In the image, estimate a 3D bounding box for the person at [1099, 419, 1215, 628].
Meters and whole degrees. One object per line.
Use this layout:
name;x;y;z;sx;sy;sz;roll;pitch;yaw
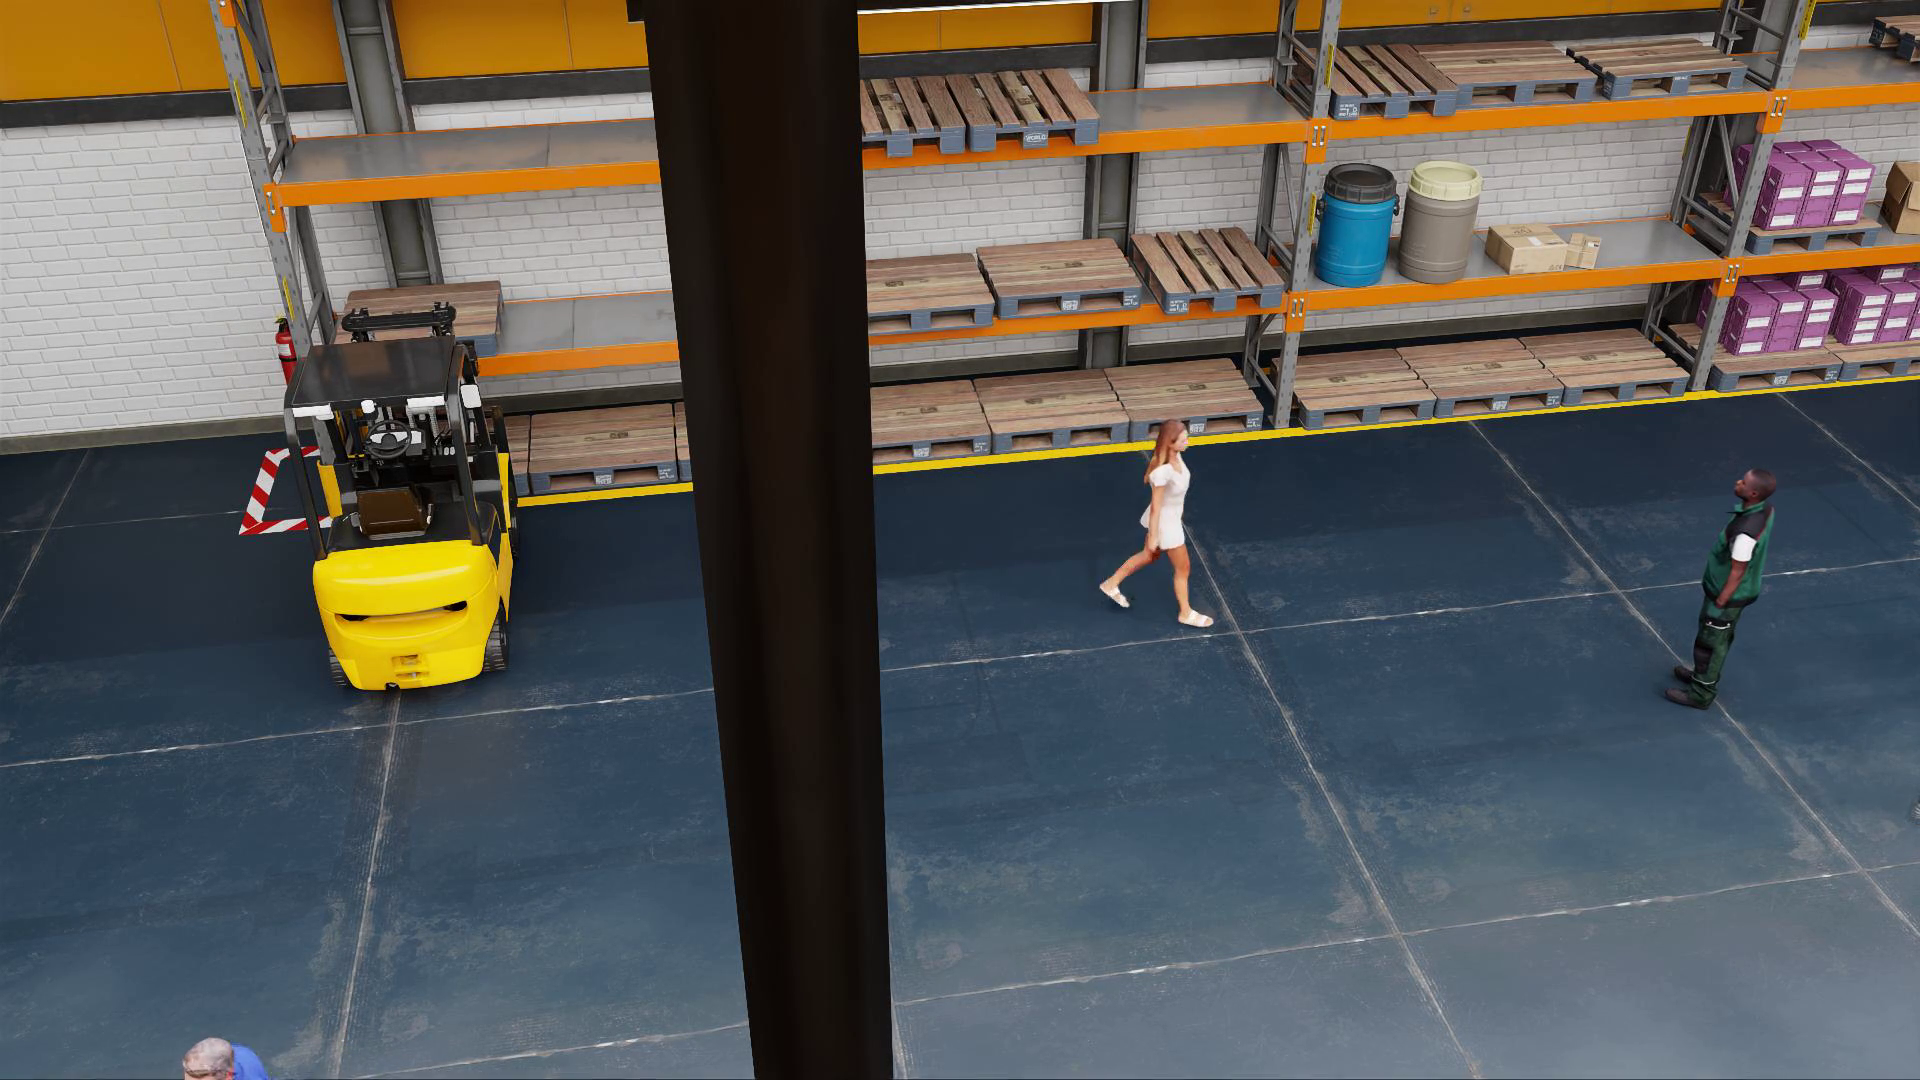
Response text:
person;1.388;-0.133;11.922;1.179;1.658;0.957;11;35;17

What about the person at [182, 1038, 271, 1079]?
person;-2.996;2.782;7.411;0.882;1.797;0.901;-15;36;-21

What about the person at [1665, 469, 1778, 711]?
person;5.120;0.323;11.071;0.833;1.839;0.781;20;38;27
